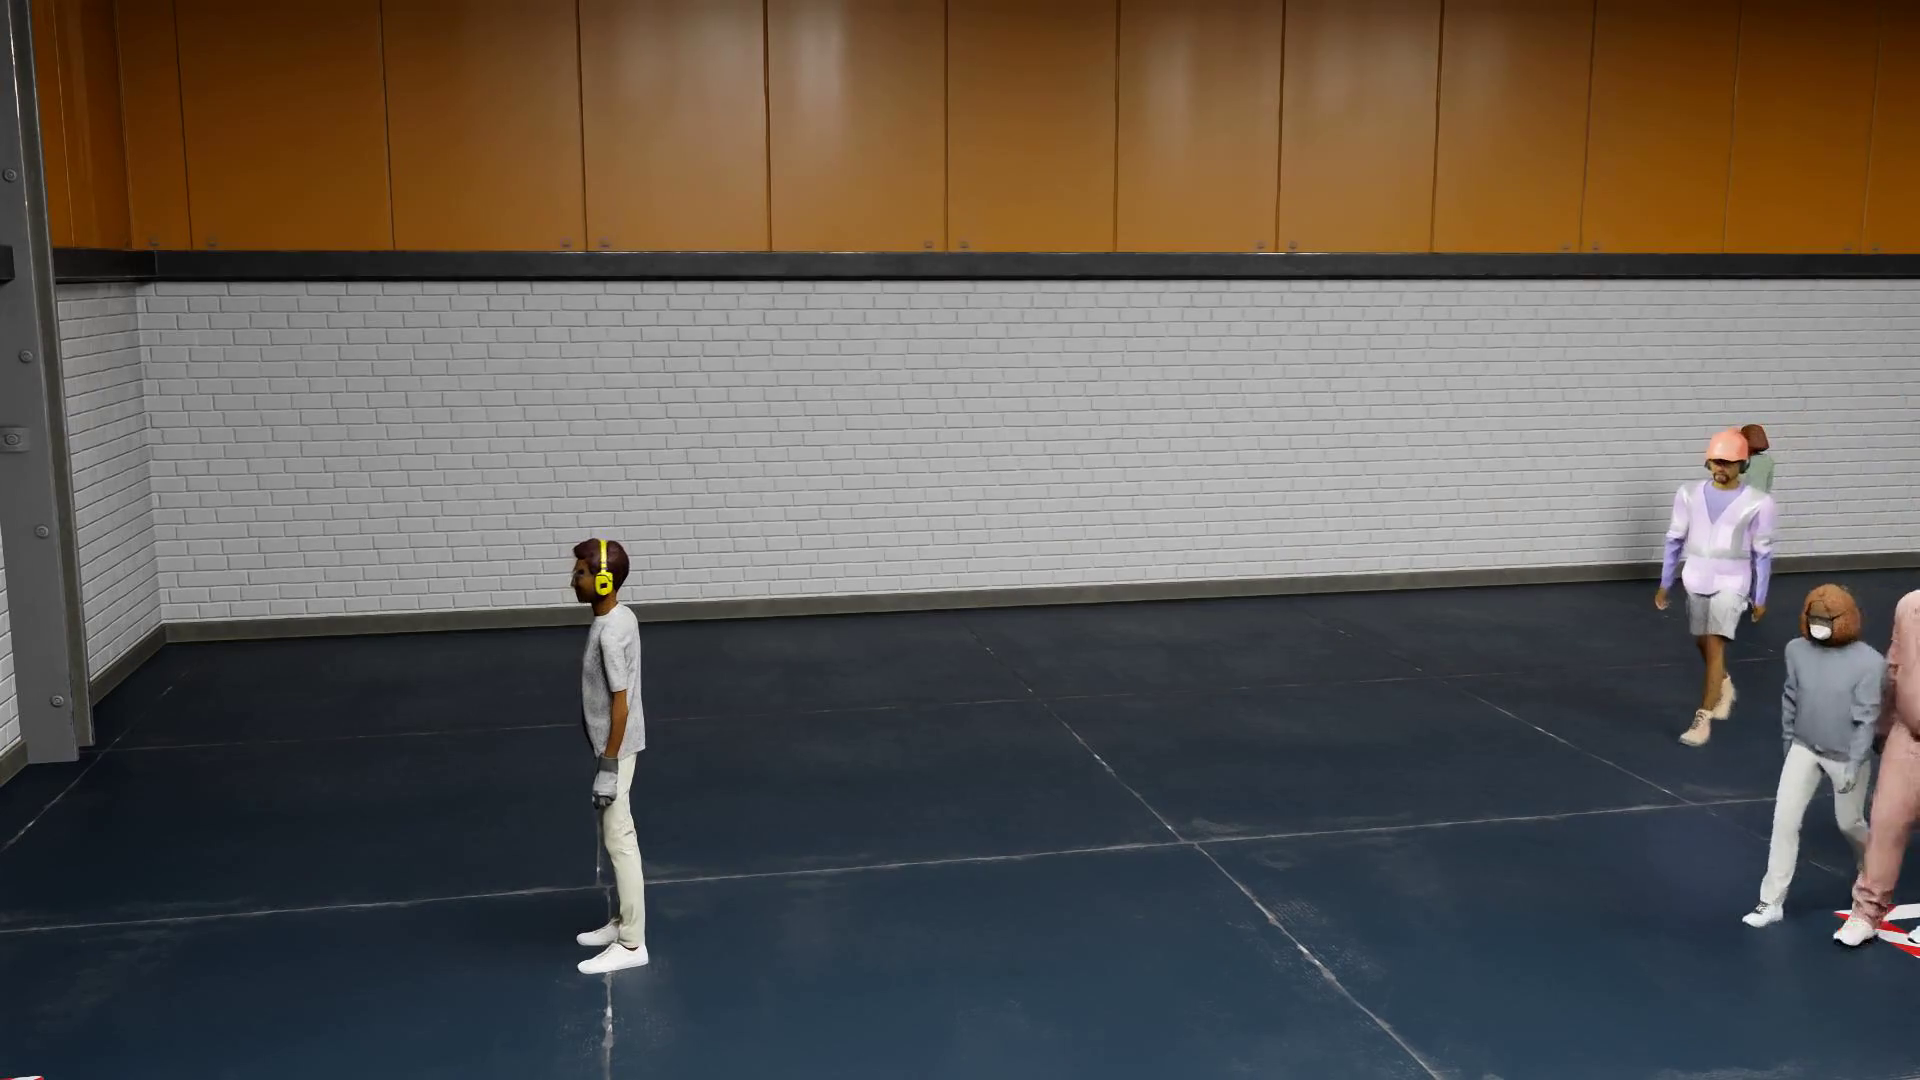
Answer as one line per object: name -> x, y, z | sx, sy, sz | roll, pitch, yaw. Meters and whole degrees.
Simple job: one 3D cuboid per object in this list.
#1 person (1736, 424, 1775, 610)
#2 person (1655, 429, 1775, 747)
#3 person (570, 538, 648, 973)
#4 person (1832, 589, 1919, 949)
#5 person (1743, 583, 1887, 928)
person -> 6.934, -0.200, 14.636 | 0.498, 1.633, 0.282 | -6, 11, -31
person -> 4.895, 0.264, 10.708 | 1.013, 2.004, 0.615 | -9, 13, -42
person -> -1.514, 0.912, 7.130 | 0.329, 1.874, 0.507 | -2, 10, -11
person -> 4.193, 0.904, 7.208 | 0.823, 1.862, 0.718 | -6, 11, -32
person -> 4.009, 0.971, 7.617 | 0.804, 1.597, 0.512 | -6, 11, -32
